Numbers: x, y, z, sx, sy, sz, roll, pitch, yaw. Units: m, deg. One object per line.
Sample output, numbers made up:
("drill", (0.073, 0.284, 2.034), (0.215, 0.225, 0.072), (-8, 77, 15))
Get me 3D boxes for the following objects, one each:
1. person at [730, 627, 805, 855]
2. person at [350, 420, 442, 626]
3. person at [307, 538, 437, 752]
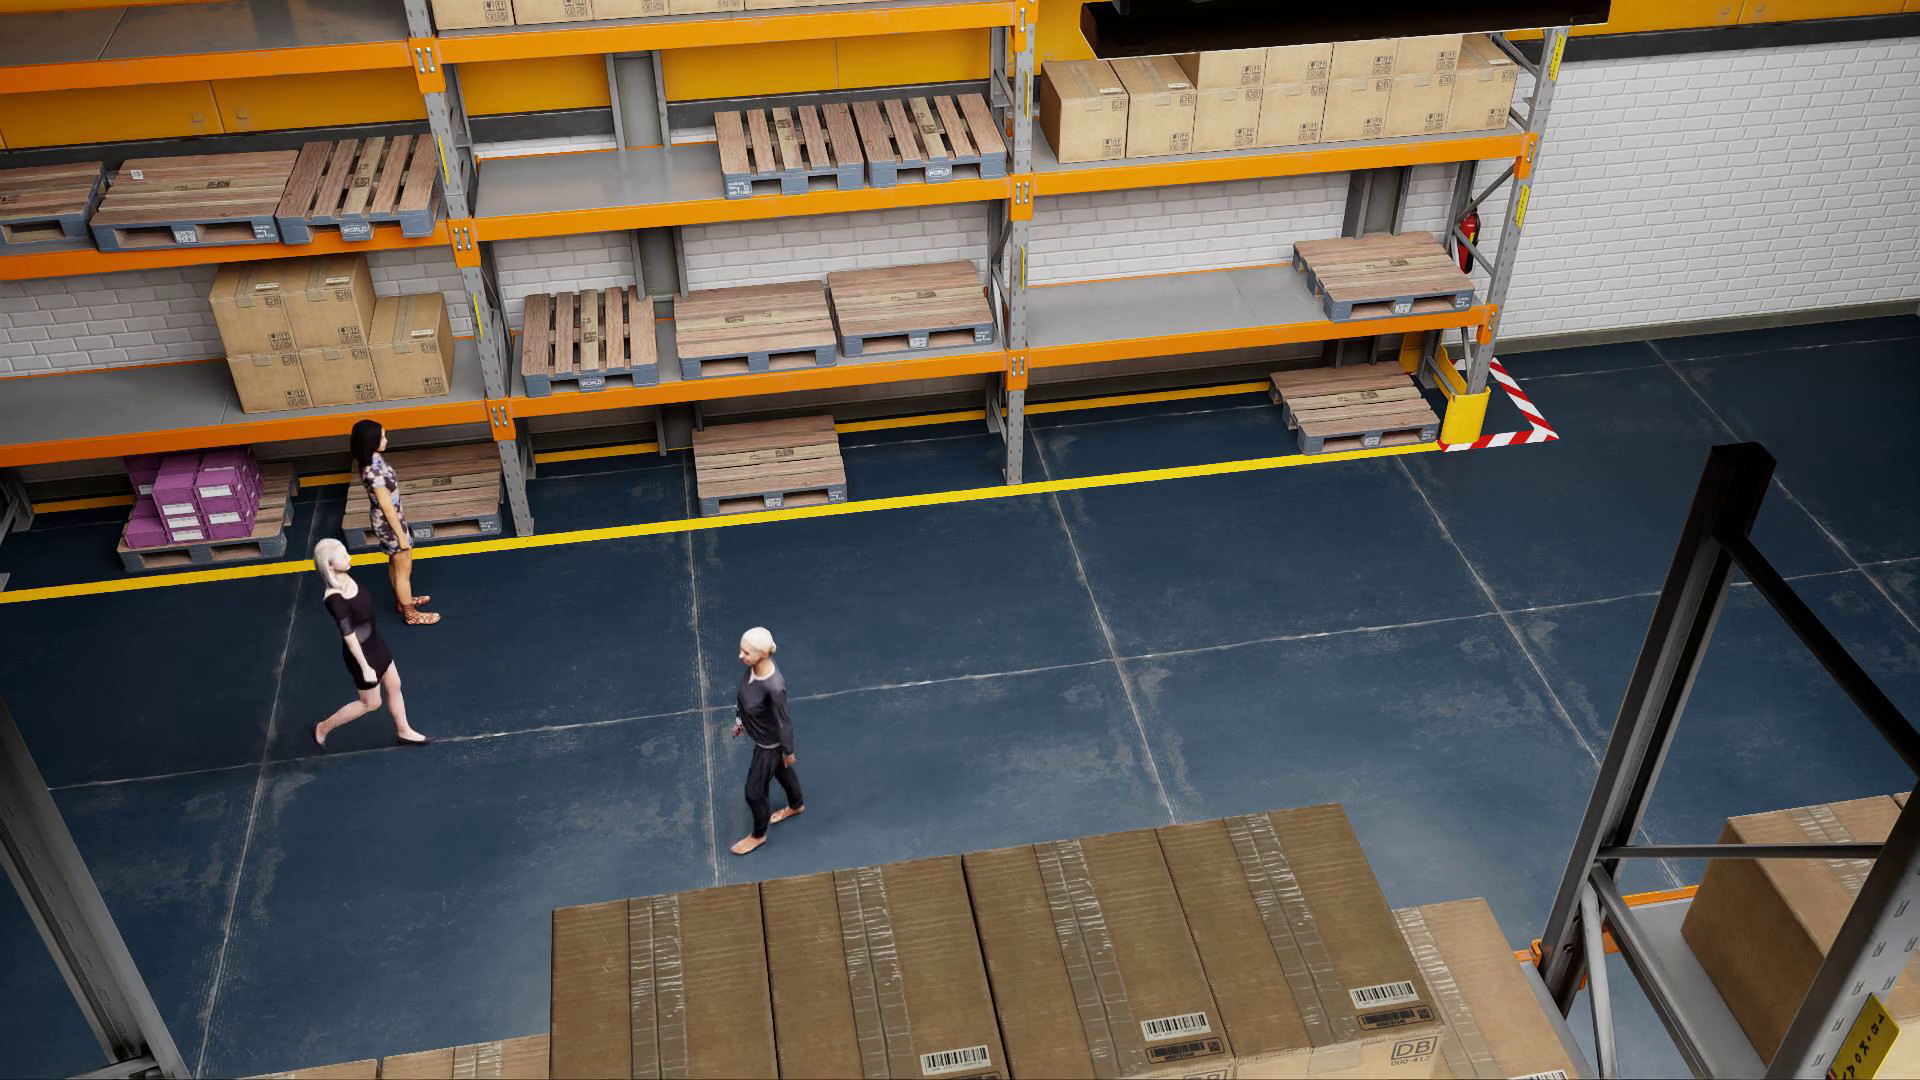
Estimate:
("person", (-1.124, 1.174, 10.442), (0.858, 1.710, 0.721), (-15, 41, -18))
("person", (-4.131, -0.124, 12.046), (0.615, 1.737, 0.655), (-18, 42, -21))
("person", (-3.995, 0.762, 10.878), (0.999, 1.809, 0.602), (-6, 39, -8))
